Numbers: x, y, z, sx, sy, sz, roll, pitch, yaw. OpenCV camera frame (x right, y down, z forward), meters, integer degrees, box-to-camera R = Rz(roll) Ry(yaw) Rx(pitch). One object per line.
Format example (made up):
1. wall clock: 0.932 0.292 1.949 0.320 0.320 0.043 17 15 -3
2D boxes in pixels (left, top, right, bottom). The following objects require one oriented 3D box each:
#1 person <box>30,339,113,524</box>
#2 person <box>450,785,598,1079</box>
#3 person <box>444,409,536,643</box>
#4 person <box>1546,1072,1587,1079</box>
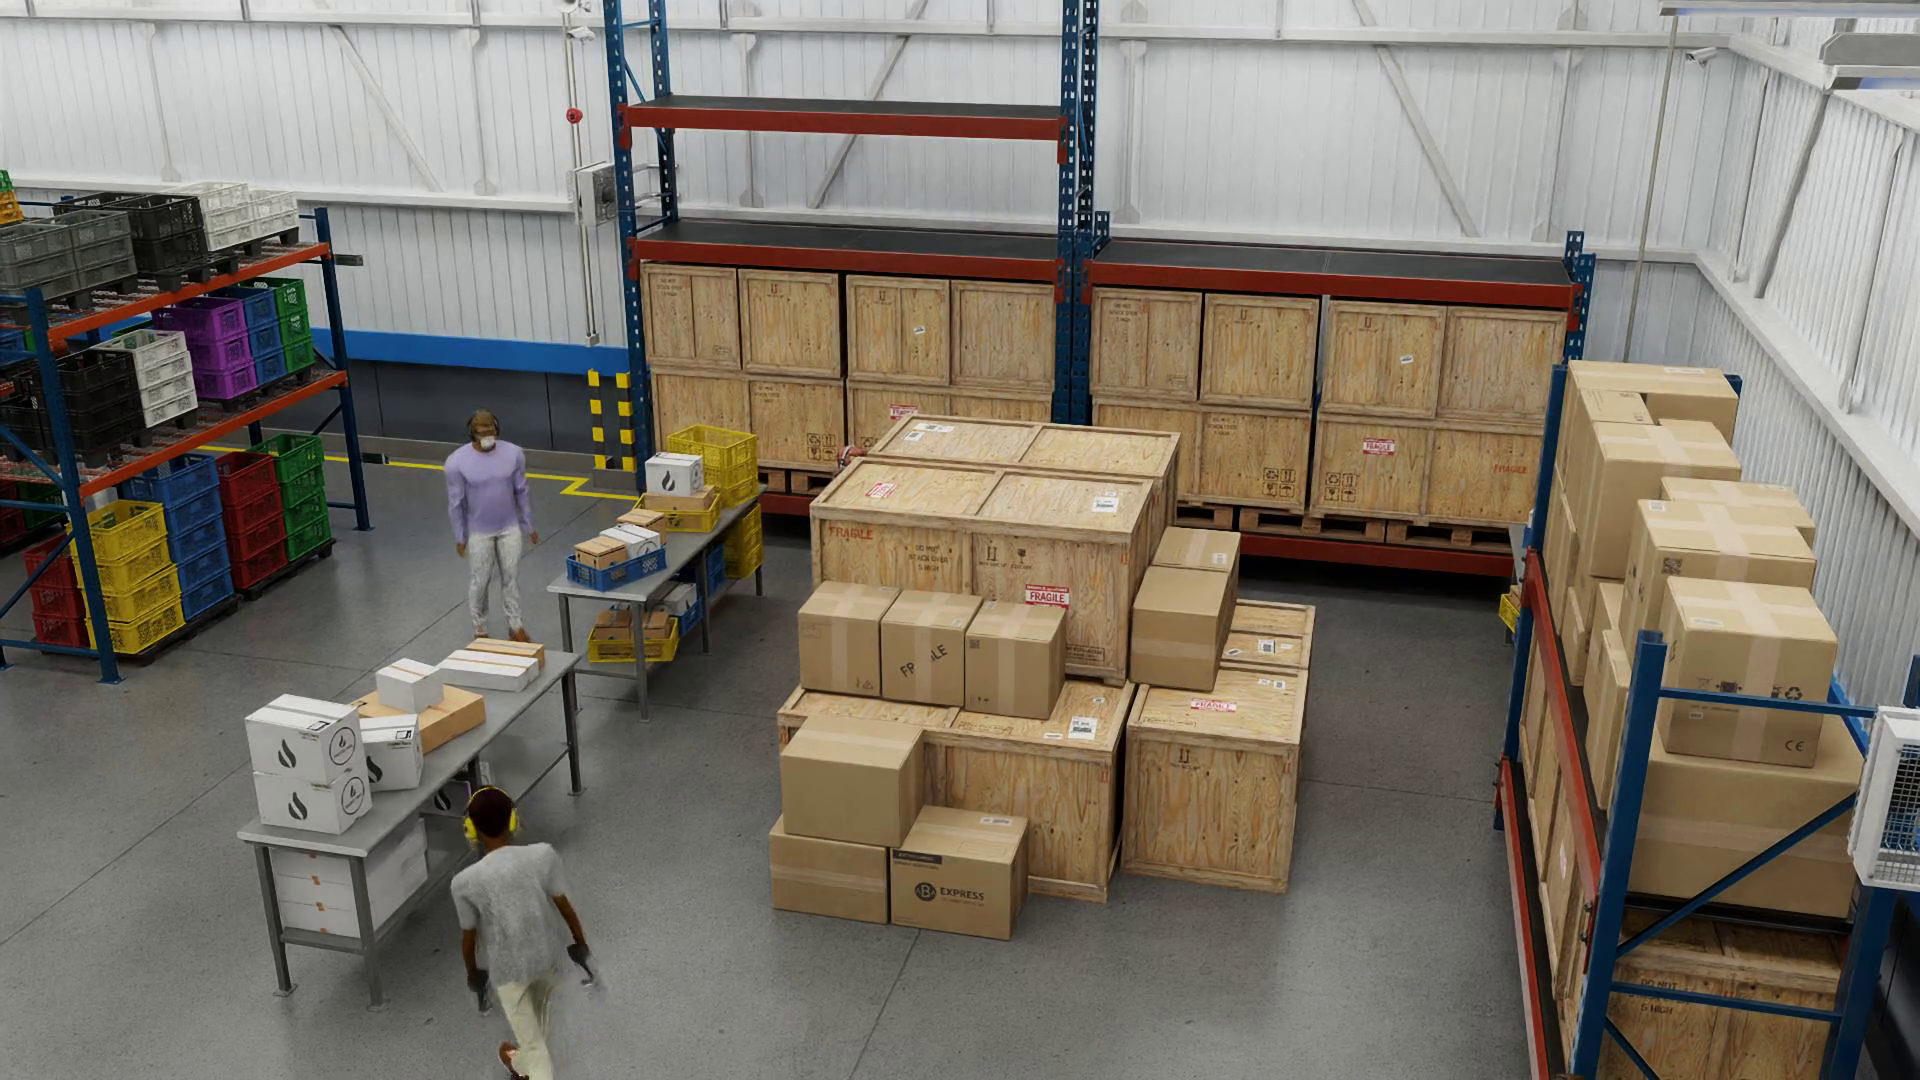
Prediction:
1. person: -8.113 -0.943 15.231 0.585 1.881 0.343 -6 22 -14
2. person: -2.006 1.979 7.727 0.592 1.791 1.016 -16 26 -36
3. person: -3.630 -0.089 12.925 0.631 1.939 0.370 -14 25 -33
4. person: 2.027 2.661 5.863 0.429 1.844 0.622 -15 25 -34
